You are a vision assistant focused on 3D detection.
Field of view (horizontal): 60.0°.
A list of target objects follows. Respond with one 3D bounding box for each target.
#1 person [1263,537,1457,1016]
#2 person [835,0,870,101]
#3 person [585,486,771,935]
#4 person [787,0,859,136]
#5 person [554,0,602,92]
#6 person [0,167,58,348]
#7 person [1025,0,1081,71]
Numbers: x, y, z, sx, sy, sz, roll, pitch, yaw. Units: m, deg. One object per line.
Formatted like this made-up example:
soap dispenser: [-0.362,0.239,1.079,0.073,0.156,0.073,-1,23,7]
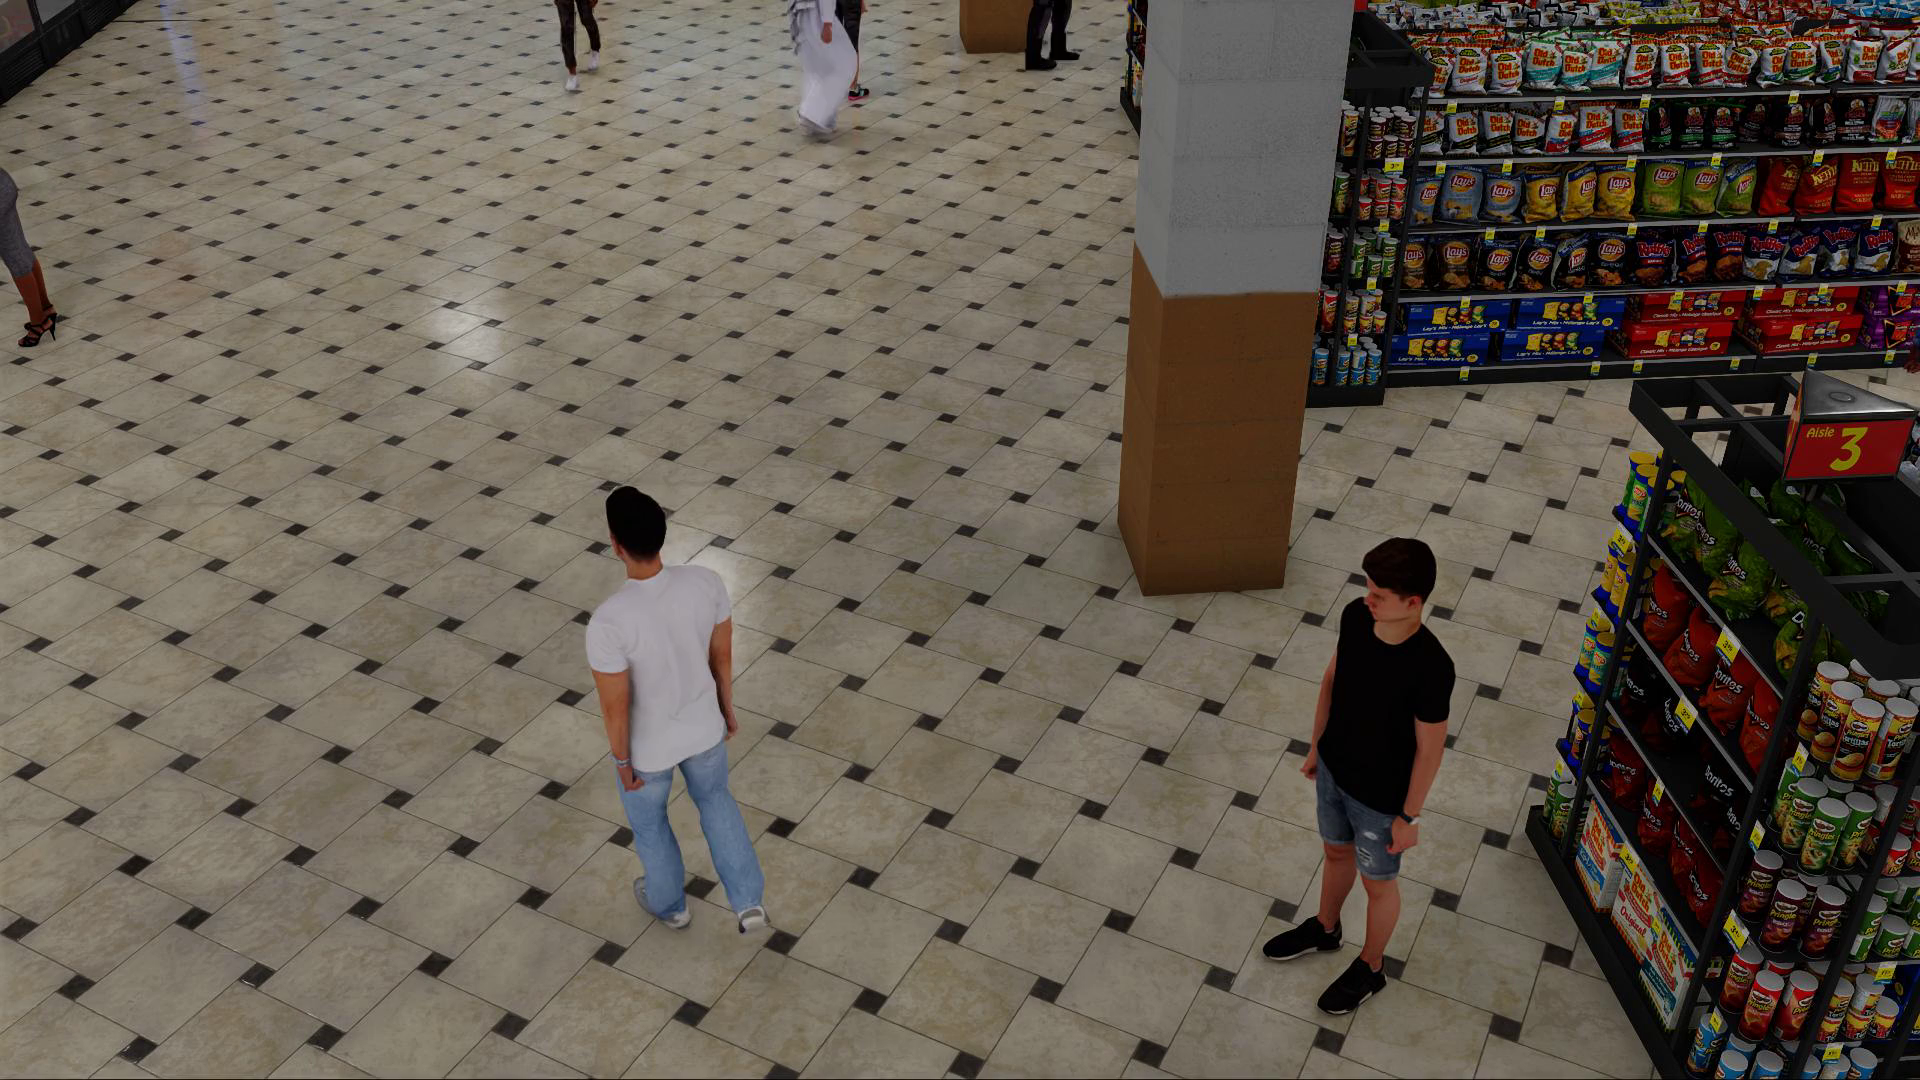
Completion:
person: [1.369,0.768,5.495,0.707,1.846,0.737,-15,35,-23]
person: [-1.029,-4.691,14.382,0.607,1.726,0.710,12,34,19]
person: [-0.938,0.678,5.641,0.986,1.844,0.993,-22,38,-31]
person: [-1.234,-4.181,13.386,0.932,1.911,0.887,-20,37,-29]
person: [-3.410,-4.930,14.831,1.118,1.657,0.743,1,32,2]
person: [-5.830,-2.043,10.074,0.555,1.781,0.610,-7,33,-11]
person: [0.720,-5.197,15.096,0.741,1.831,0.748,-2,32,-4]
